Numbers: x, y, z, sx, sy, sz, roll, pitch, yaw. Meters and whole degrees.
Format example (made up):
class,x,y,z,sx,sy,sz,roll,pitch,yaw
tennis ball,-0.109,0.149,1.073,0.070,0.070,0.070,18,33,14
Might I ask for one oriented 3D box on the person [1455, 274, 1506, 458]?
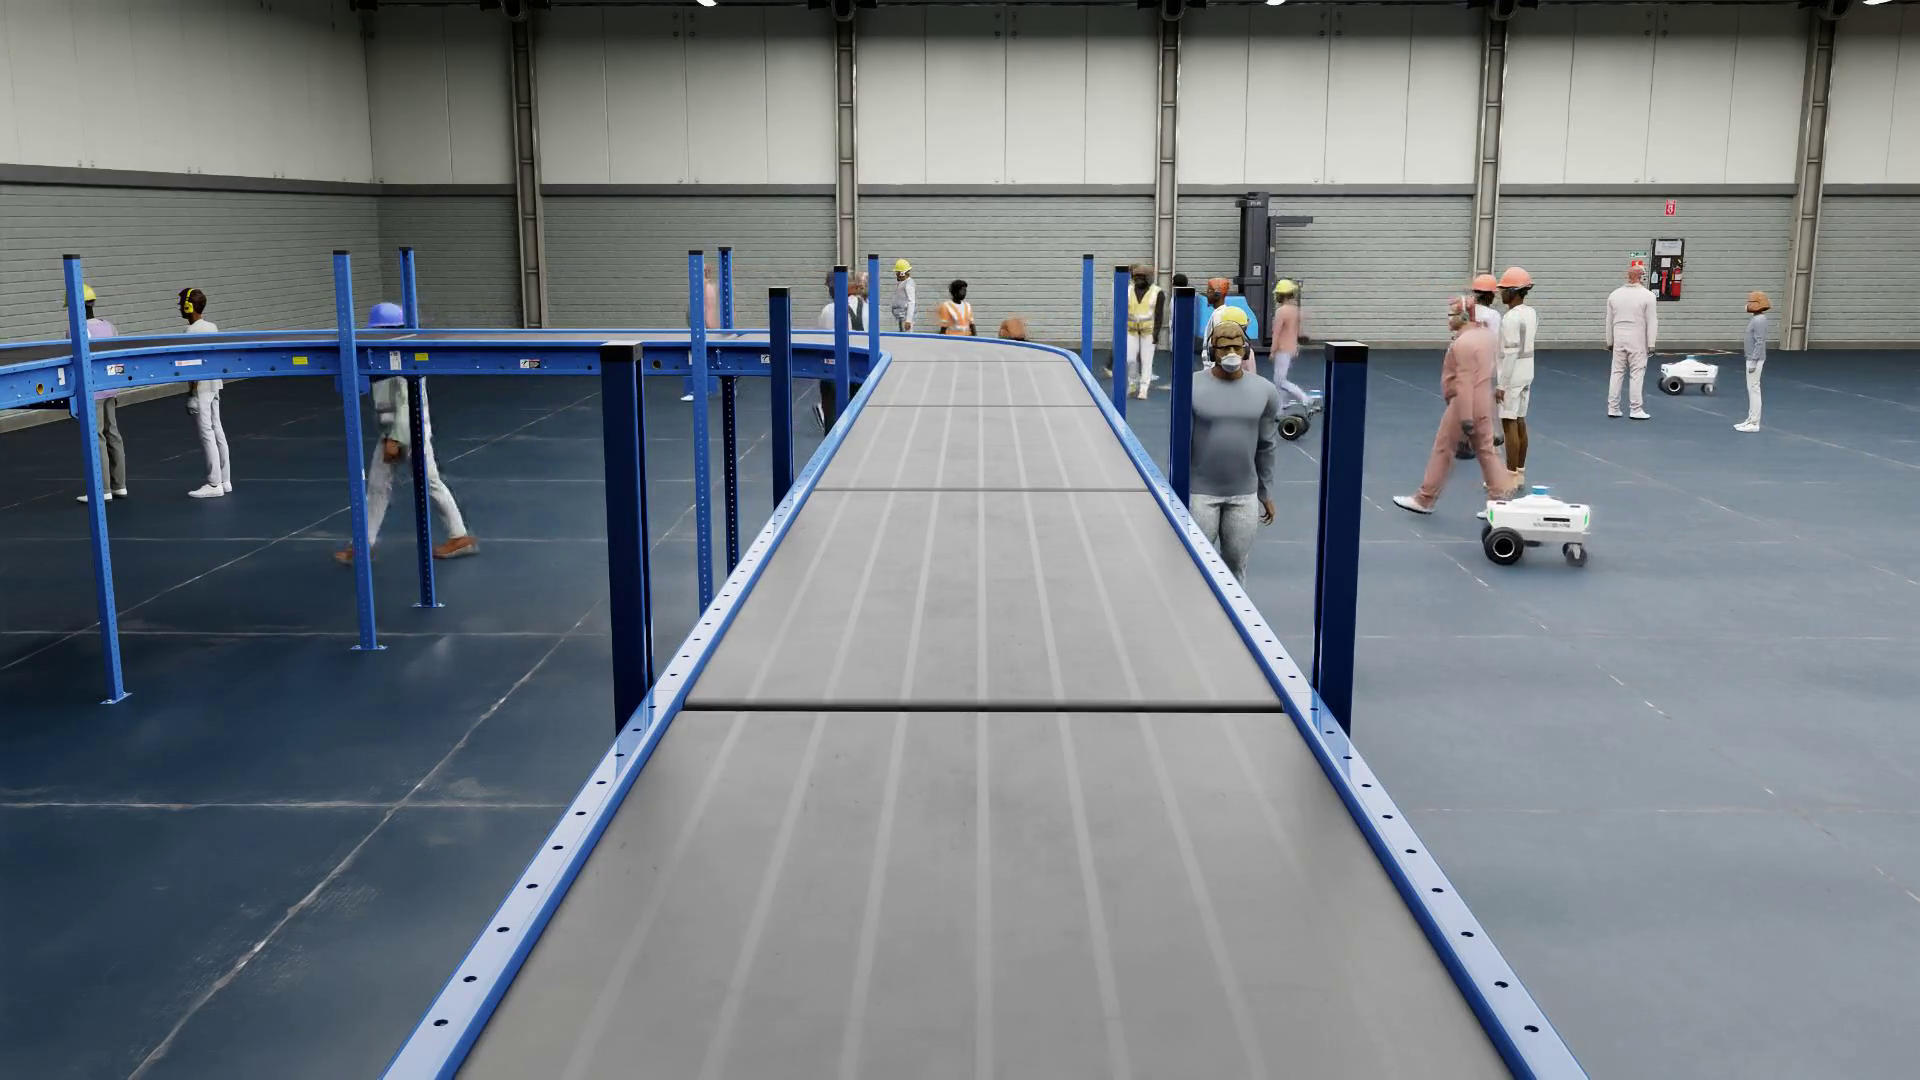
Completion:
class,x,y,z,sx,sy,sz,roll,pitch,yaw
person,5.540,-1.829,17.499,0.877,1.899,0.576,-6,12,-26

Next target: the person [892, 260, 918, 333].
class,x,y,z,sx,sy,sz,roll,pitch,yaw
person,-0.880,-3.527,26.404,0.404,1.827,0.588,-2,11,-12

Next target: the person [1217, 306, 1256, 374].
class,x,y,z,sx,sy,sz,roll,pitch,yaw
person,2.268,-1.056,13.862,0.320,1.767,0.534,-3,11,-15

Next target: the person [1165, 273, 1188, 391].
class,x,y,z,sx,sy,sz,roll,pitch,yaw
person,3.180,-3.010,24.078,0.316,1.697,0.537,7,13,33

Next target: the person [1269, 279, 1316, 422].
class,x,y,z,sx,sy,sz,roll,pitch,yaw
person,4.018,-2.293,20.251,0.686,1.748,0.523,7,13,31

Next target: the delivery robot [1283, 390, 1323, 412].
class,x,y,z,sx,sy,sz,roll,pitch,yaw
delivery robot,4.038,-1.585,18.898,0.698,0.223,0.335,5,12,22

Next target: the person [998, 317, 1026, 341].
class,x,y,z,sx,sy,sz,roll,pitch,yaw
person,0.497,-1.278,15.459,0.515,1.586,0.858,-6,13,-29

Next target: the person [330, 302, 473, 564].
class,x,y,z,sx,sy,sz,roll,pitch,yaw
person,-4.062,-0.769,12.060,1.003,1.900,0.601,-10,15,-41

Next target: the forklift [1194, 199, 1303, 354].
class,x,y,z,sx,sy,sz,roll,pitch,yaw
forklift,5.313,-4.851,30.603,1.873,2.768,1.129,0,11,1

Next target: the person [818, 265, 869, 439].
class,x,y,z,sx,sy,sz,roll,pitch,yaw
person,-1.153,-1.795,17.060,0.738,2.000,0.692,10,15,41

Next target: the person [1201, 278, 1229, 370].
class,x,y,z,sx,sy,sz,roll,pitch,yaw
person,2.654,-1.753,17.145,0.340,1.882,0.587,2,11,12

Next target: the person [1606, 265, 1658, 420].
class,x,y,z,sx,sy,sz,roll,pitch,yaw
person,8.392,-2.467,20.757,0.402,1.904,0.652,-9,14,-38

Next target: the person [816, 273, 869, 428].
class,x,y,z,sx,sy,sz,roll,pitch,yaw
person,-1.267,-2.136,19.138,0.785,1.872,0.685,1,11,3

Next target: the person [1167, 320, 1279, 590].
class,x,y,z,sx,sy,sz,roll,pitch,yaw
person,1.464,-0.252,9.283,0.627,1.940,0.375,-1,11,-7

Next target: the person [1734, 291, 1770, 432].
class,x,y,z,sx,sy,sz,roll,pitch,yaw
person,9.321,-2.097,19.550,0.264,1.632,0.508,4,12,21

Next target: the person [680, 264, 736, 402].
class,x,y,z,sx,sy,sz,roll,pitch,yaw
person,-3.472,-2.857,22.814,0.747,1.885,0.650,-4,12,-19

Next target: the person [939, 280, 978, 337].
class,x,y,z,sx,sy,sz,roll,pitch,yaw
person,-0.036,-2.602,22.022,0.544,1.672,0.554,10,15,42

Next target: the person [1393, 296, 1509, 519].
class,x,y,z,sx,sy,sz,roll,pitch,yaw
person,4.182,-1.101,13.866,0.907,1.869,0.662,9,14,37

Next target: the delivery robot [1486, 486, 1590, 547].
class,x,y,z,sx,sy,sz,roll,pitch,yaw
delivery robot,4.241,-0.155,12.220,0.707,0.478,0.477,3,11,14

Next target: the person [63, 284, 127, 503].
class,x,y,z,sx,sy,sz,roll,pitch,yaw
person,-7.657,-1.298,14.694,0.369,1.925,0.586,1,11,7

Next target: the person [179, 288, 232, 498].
class,x,y,z,sx,sy,sz,roll,pitch,yaw
person,-6.831,-1.327,14.985,0.332,1.874,0.520,0,11,0

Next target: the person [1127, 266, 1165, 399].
class,x,y,z,sx,sy,sz,roll,pitch,yaw
person,2.511,-2.865,23.029,0.627,1.825,0.444,4,12,21

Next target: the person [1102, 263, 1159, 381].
class,x,y,z,sx,sy,sz,roll,pitch,yaw
person,2.621,-3.379,25.722,0.942,1.809,0.530,8,14,37

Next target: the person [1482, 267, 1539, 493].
class,x,y,z,sx,sy,sz,roll,pitch,yaw
person,5.043,-1.464,15.238,0.382,2.045,0.605,8,14,36

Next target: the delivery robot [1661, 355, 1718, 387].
class,x,y,z,sx,sy,sz,roll,pitch,yaw
delivery robot,10.397,-2.391,23.712,0.707,0.478,0.477,2,11,11
